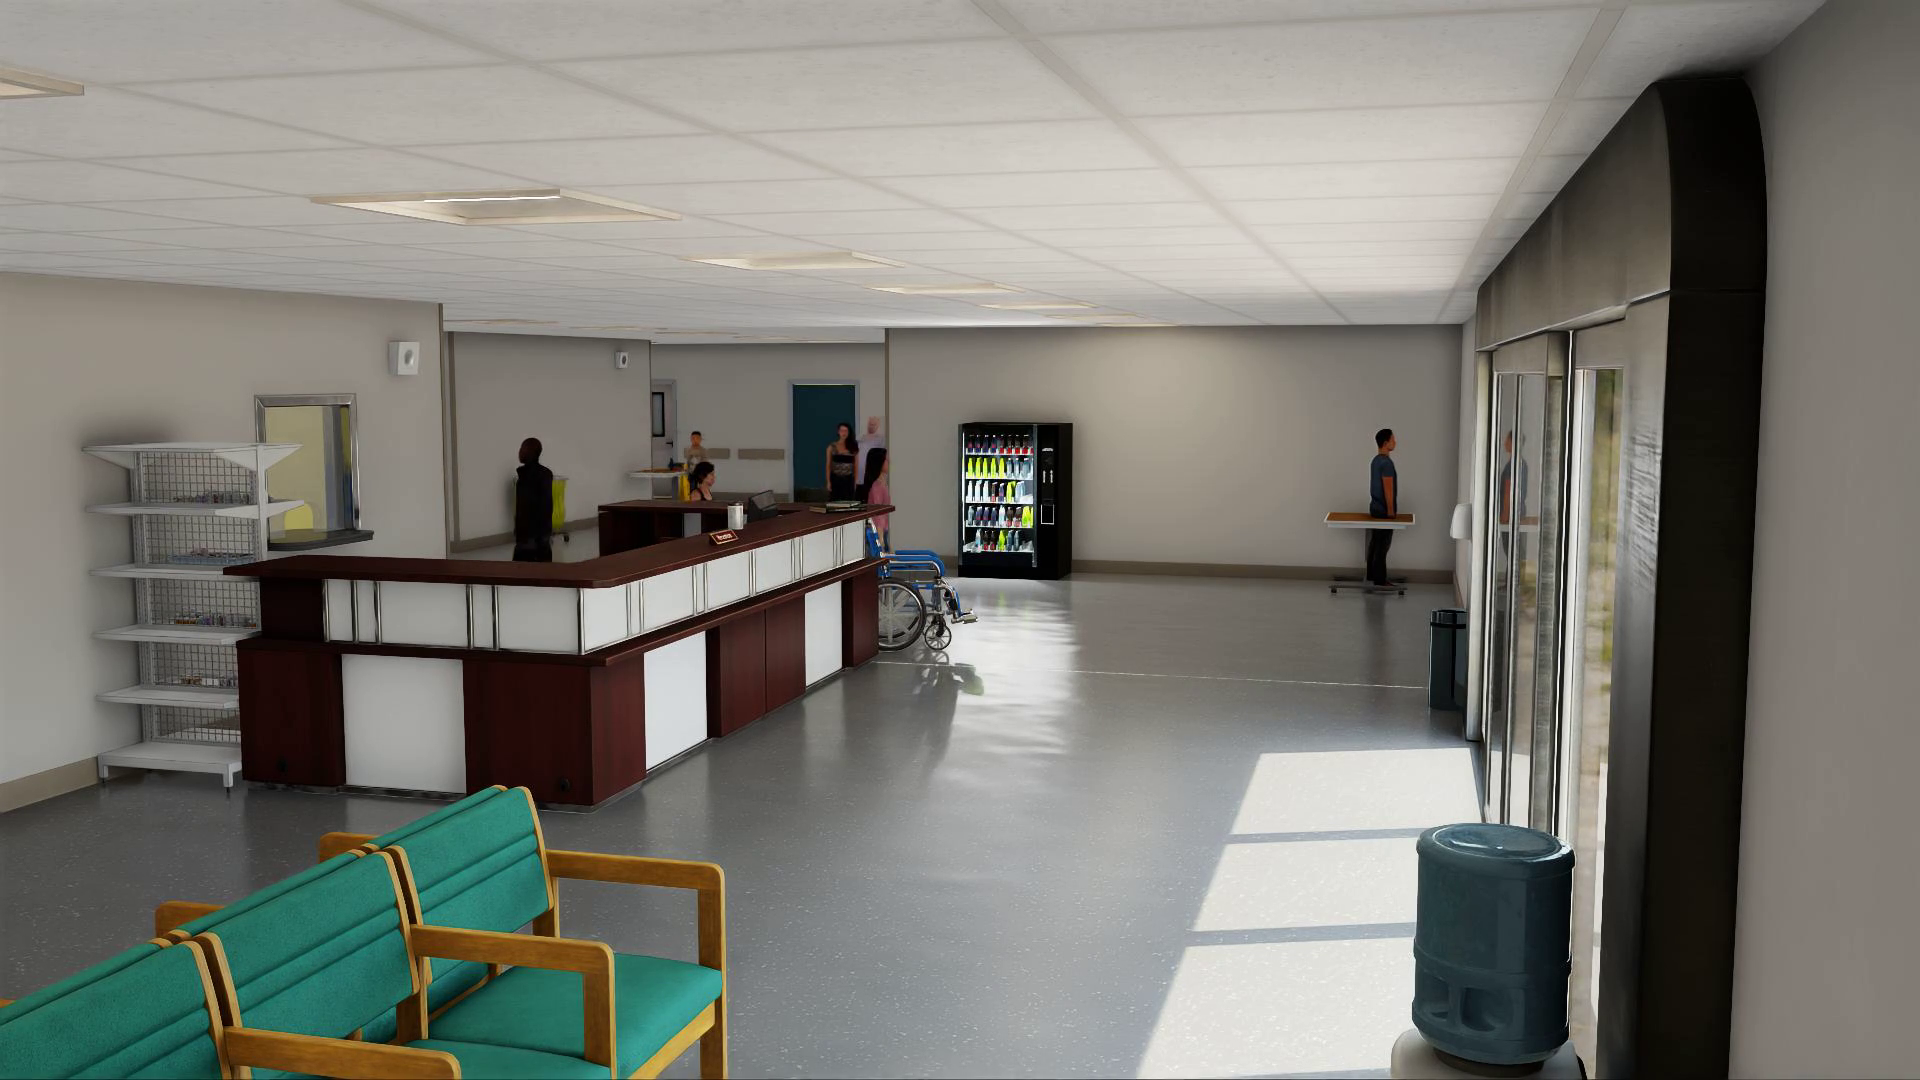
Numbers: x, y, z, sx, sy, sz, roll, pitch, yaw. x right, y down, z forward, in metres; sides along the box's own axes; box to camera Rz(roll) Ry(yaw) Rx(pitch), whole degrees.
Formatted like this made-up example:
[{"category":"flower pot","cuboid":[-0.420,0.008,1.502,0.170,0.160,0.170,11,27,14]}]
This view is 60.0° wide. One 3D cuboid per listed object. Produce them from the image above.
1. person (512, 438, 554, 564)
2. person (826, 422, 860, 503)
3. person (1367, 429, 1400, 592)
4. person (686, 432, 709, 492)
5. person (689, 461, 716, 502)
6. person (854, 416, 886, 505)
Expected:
[{"category":"person","cuboid":[-3.979,-0.070,15.973,1.284,1.808,1.001,-1,6,-9]},{"category":"person","cuboid":[-1.653,-0.724,22.892,1.190,1.724,0.970,-1,6,-7]},{"category":"person","cuboid":[4.766,-0.351,18.759,0.638,1.809,0.717,0,6,-1]},{"category":"person","cuboid":[-4.336,-1.054,27.631,1.006,1.433,0.800,0,6,-1]},{"category":"person","cuboid":[-2.692,-0.009,16.835,0.988,1.514,0.564,2,6,18]},{"category":"person","cuboid":[-1.267,-0.862,23.822,0.976,1.814,0.967,5,8,42]}]
